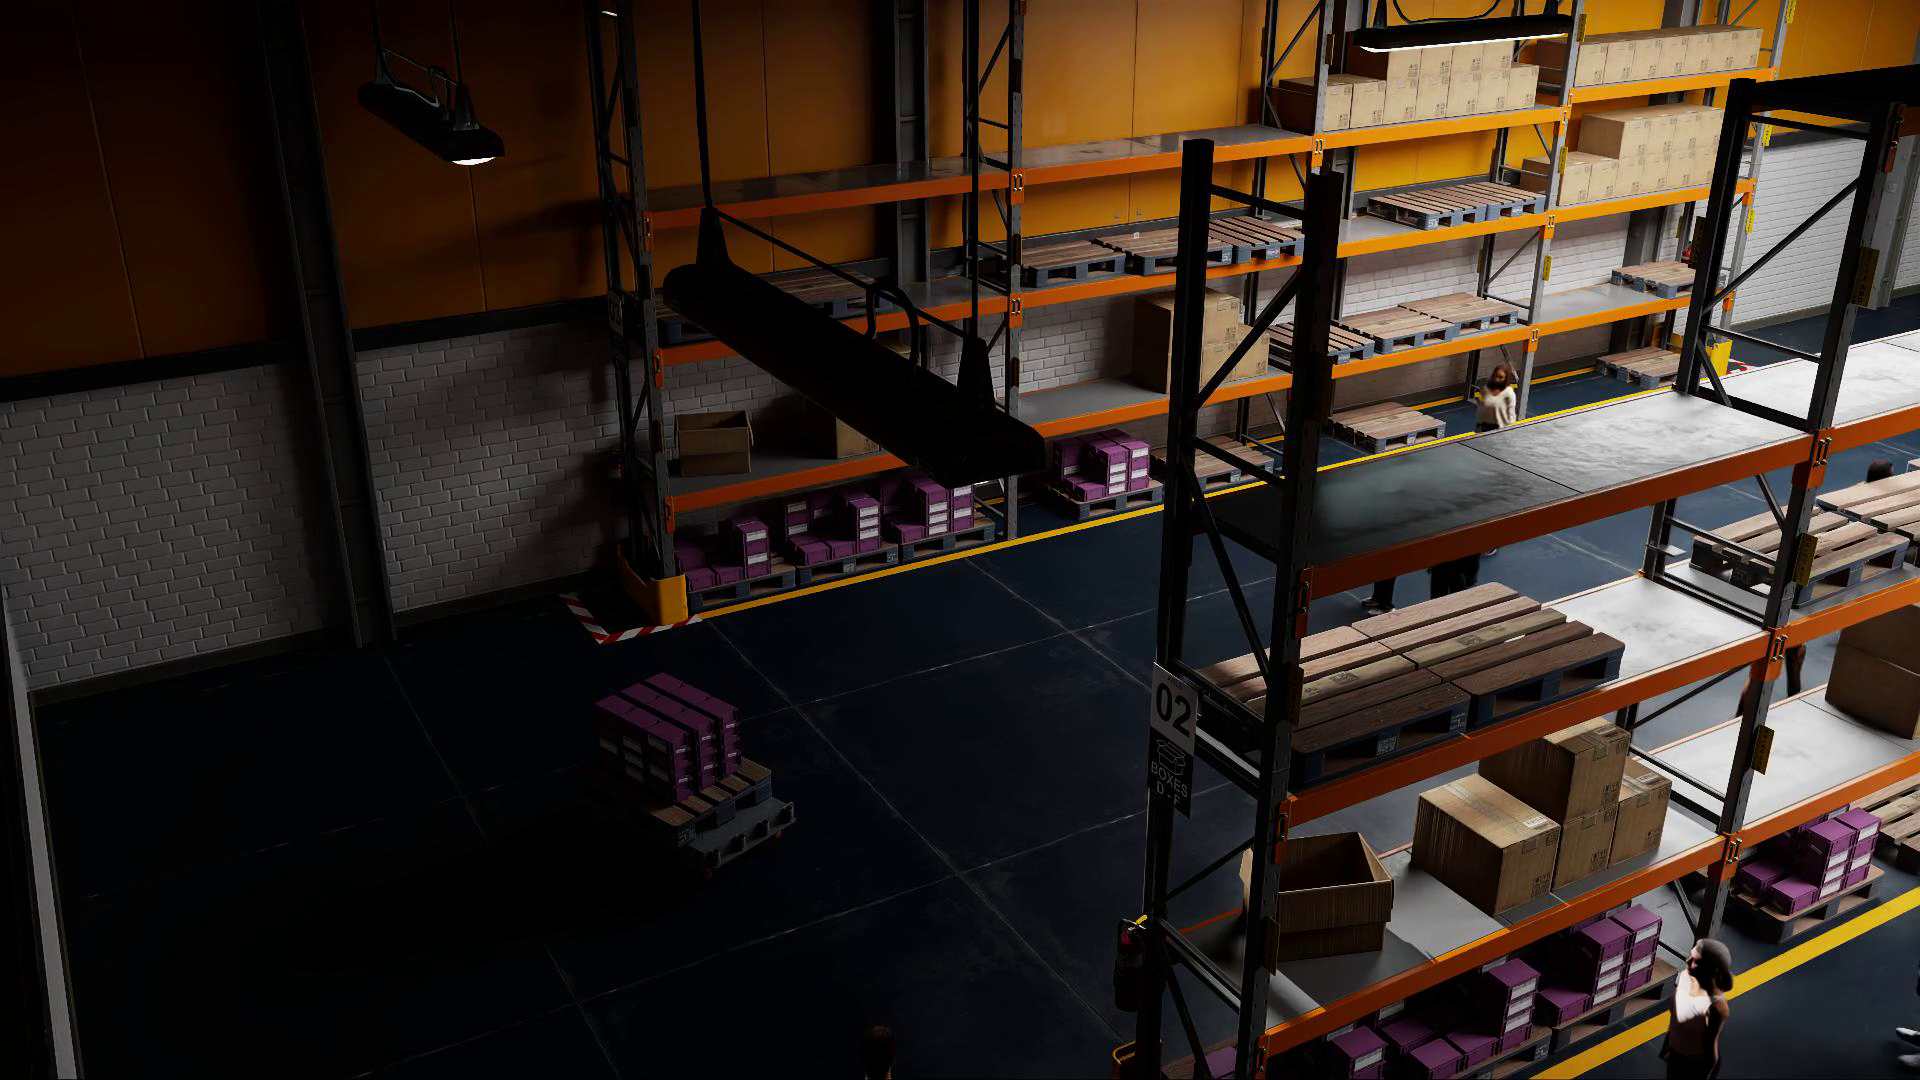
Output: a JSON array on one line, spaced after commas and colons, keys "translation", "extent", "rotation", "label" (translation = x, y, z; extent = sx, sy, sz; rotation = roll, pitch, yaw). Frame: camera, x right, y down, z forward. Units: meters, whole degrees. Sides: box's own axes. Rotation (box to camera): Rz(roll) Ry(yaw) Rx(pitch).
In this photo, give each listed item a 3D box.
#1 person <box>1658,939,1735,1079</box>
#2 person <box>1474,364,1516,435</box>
[{"translation": [4.204, 3.004, 9.545], "extent": [0.692, 1.701, 0.687], "rotation": [0, 24, -1], "label": "person"}, {"translation": [6.263, -1.275, 19.393], "extent": [0.781, 1.652, 0.727], "rotation": [-12, 26, -26], "label": "person"}]
